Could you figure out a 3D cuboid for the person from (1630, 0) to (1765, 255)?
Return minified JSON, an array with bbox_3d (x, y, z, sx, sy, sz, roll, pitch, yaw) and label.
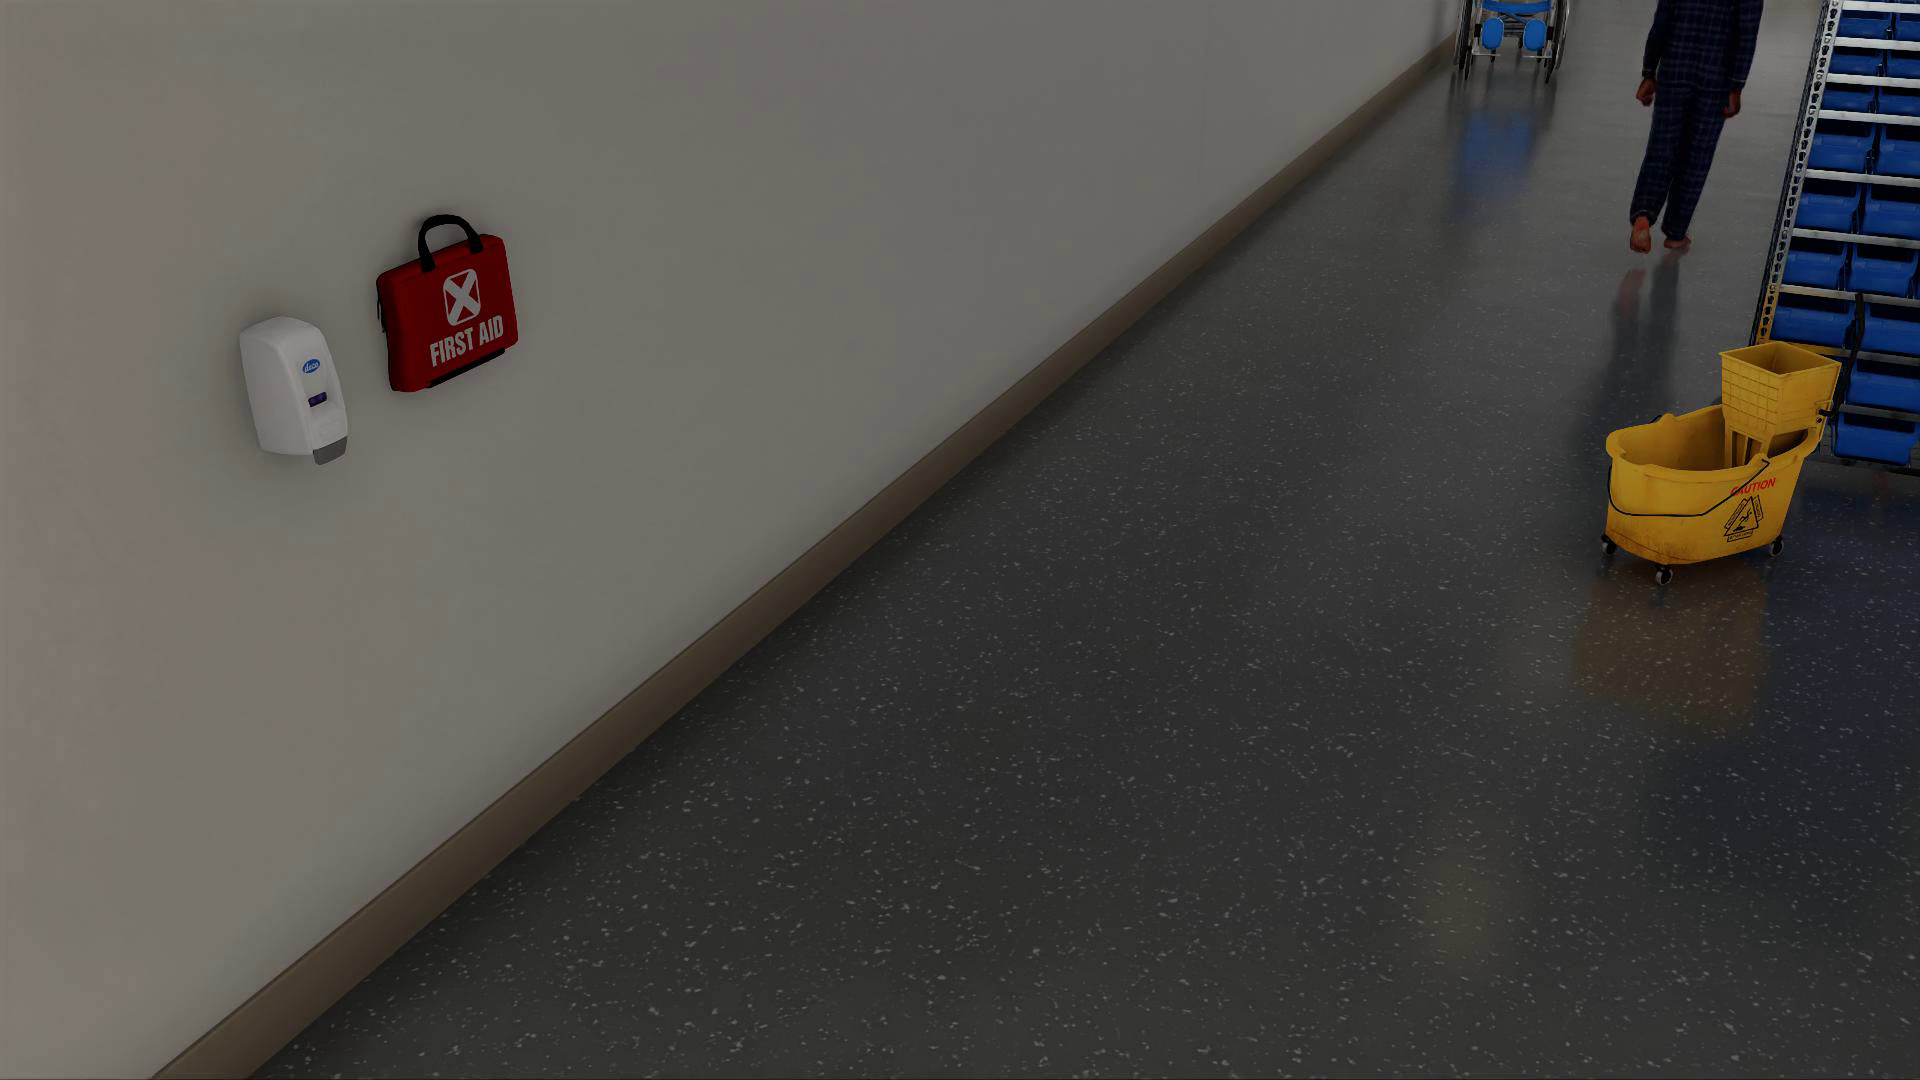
[{"bbox_3d":[3.665,-2.312,8.373,0.943,1.809,0.872,19,31,34],"label":"person"}]
